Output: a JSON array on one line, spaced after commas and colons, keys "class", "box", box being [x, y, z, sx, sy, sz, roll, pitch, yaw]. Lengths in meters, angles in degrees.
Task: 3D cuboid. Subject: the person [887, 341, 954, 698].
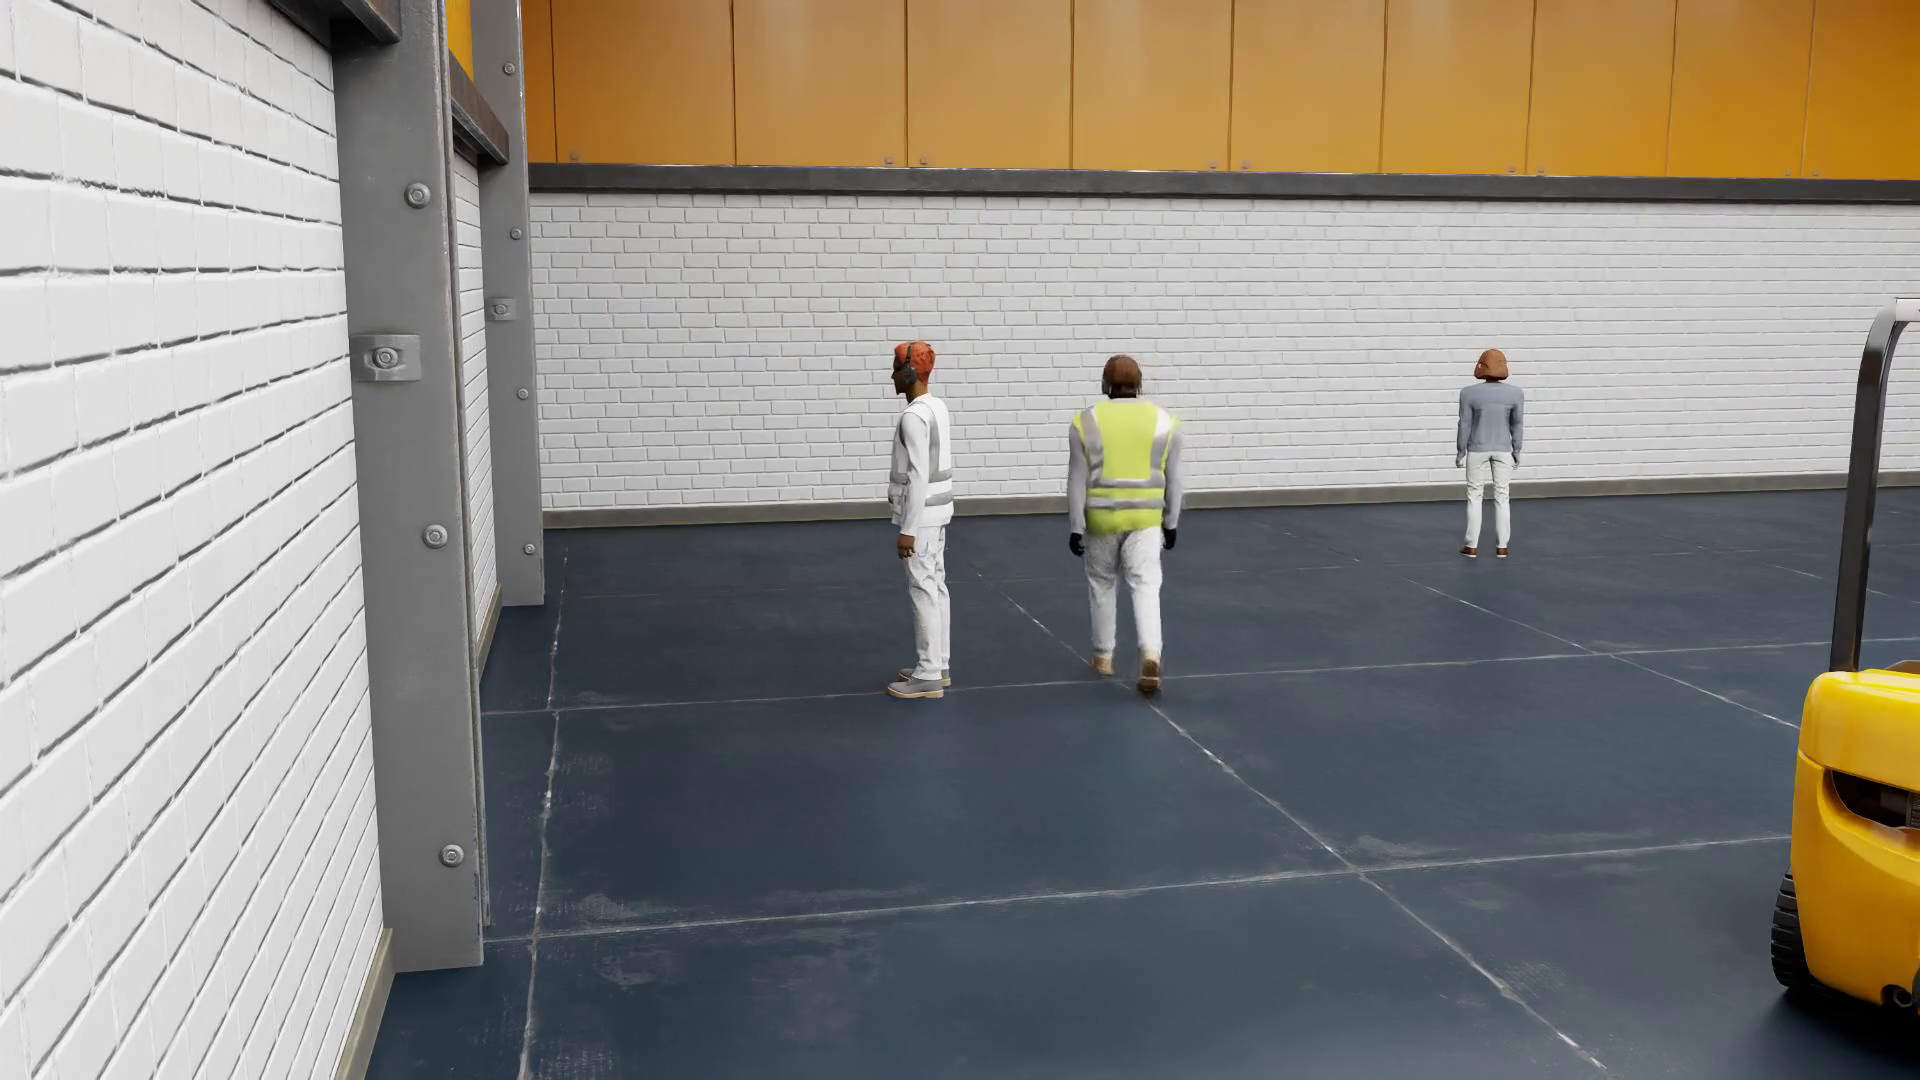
[{"class": "person", "box": [-0.210, -0.106, 8.799, 0.337, 1.882, 0.584, 2, 10, 12]}]

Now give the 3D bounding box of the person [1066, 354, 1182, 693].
[{"class": "person", "box": [0.895, -0.099, 9.004, 0.633, 1.812, 0.881, 0, 9, -2]}]

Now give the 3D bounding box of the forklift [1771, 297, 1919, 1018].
[{"class": "forklift", "box": [3.542, 0.334, 5.177, 2.313, 2.155, 1.214, -9, 13, -43]}]

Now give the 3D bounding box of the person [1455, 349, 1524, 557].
[{"class": "person", "box": [4.137, -0.674, 13.013, 0.507, 1.635, 0.273, 1, 9, 5]}]
